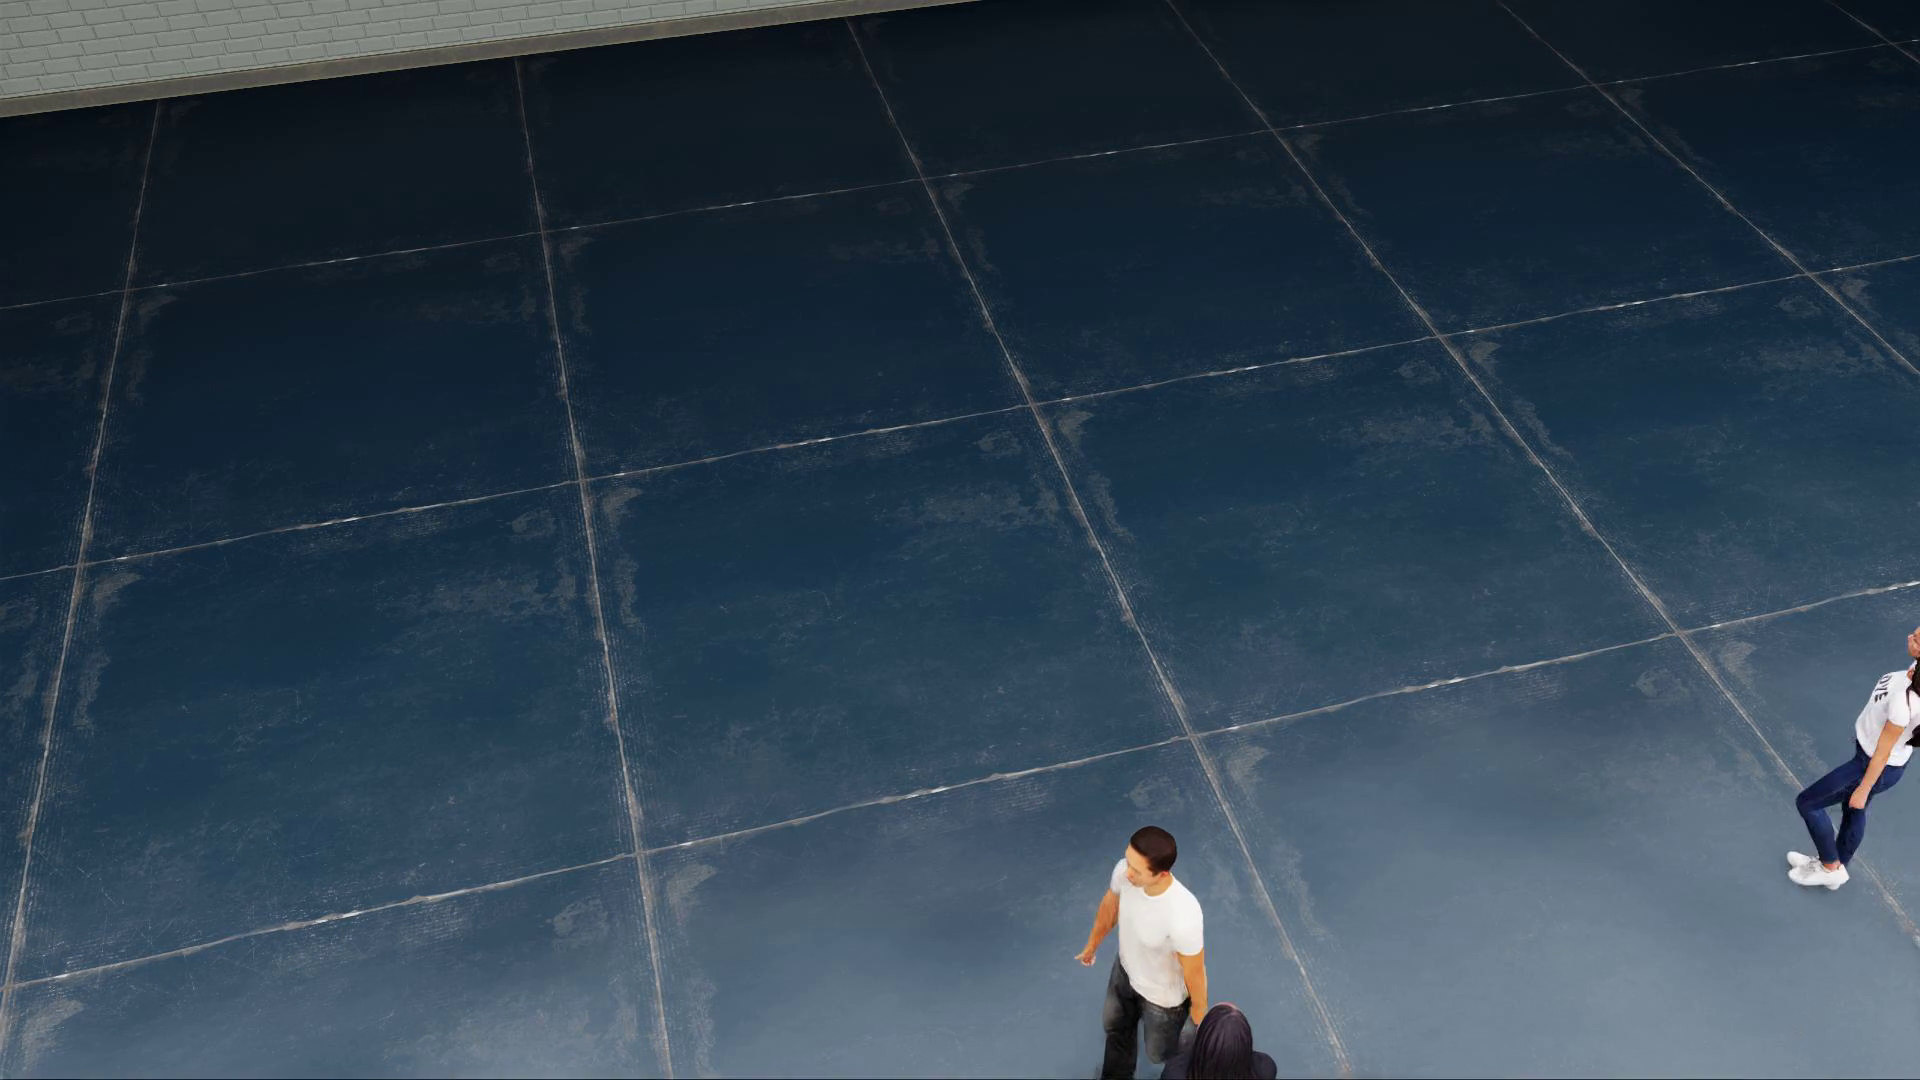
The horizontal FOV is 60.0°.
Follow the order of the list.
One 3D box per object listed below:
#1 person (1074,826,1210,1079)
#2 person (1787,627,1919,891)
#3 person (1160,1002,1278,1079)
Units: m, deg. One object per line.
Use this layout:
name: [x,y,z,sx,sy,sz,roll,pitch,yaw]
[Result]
person: [0.829,1.825,6.921,0.972,1.788,1.003,-23,48,-23]
person: [4.341,1.086,7.731,0.771,1.765,0.738,30,51,28]
person: [0.955,2.312,6.444,0.627,1.729,0.621,-6,43,-6]
